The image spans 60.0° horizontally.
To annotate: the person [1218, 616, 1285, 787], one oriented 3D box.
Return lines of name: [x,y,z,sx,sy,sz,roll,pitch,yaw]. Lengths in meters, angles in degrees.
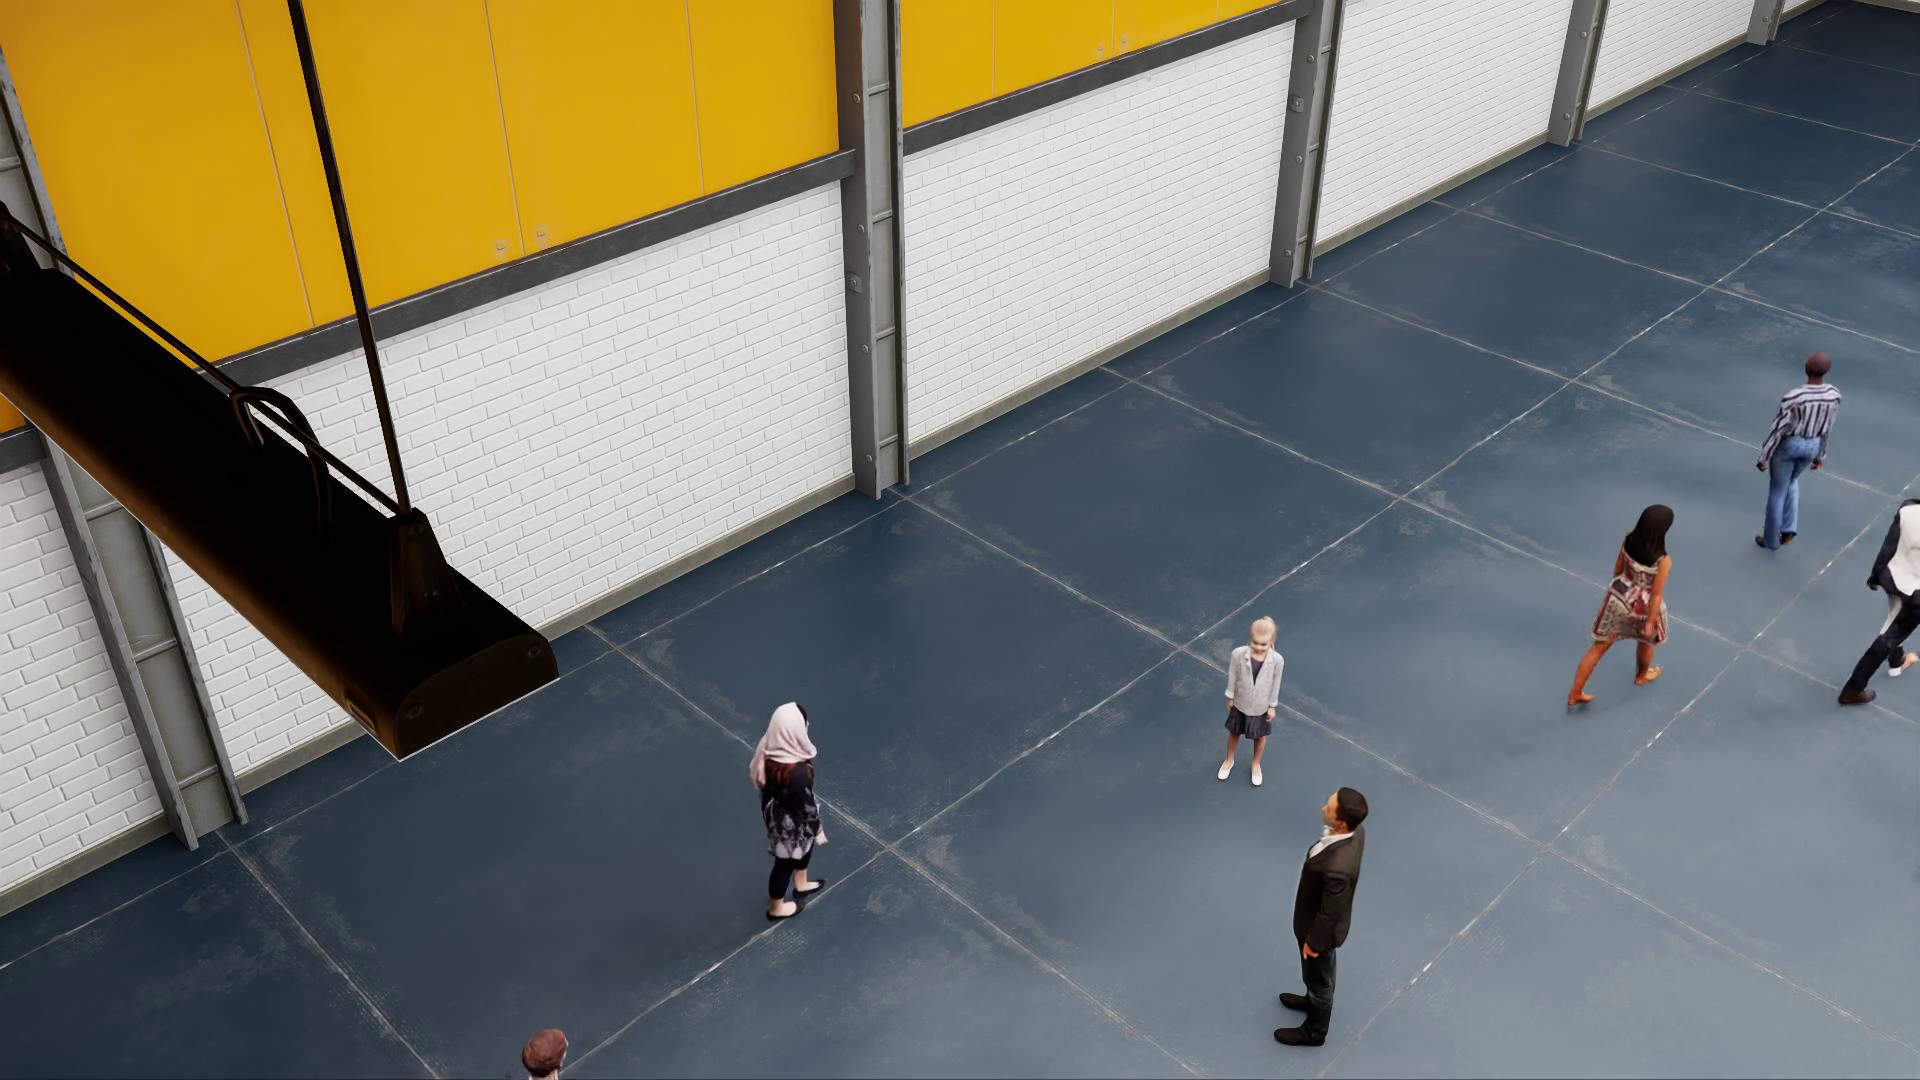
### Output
person: [1.930,1.048,10.988,0.594,1.278,0.635,9,35,13]

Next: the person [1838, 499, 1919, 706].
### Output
person: [6.493,0.370,11.488,1.193,1.855,0.998,-9,35,-14]

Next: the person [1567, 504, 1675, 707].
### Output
person: [4.587,0.492,11.536,1.169,1.597,0.799,-18,37,-24]

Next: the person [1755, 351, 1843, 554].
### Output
person: [6.596,-0.621,13.045,0.765,1.780,0.848,-5,34,-7]

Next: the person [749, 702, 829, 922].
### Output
person: [-1.093,1.652,9.776,0.744,1.613,0.706,-19,38,-26]

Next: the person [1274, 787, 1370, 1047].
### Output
person: [1.988,2.035,9.028,0.810,1.805,0.672,9,35,13]
